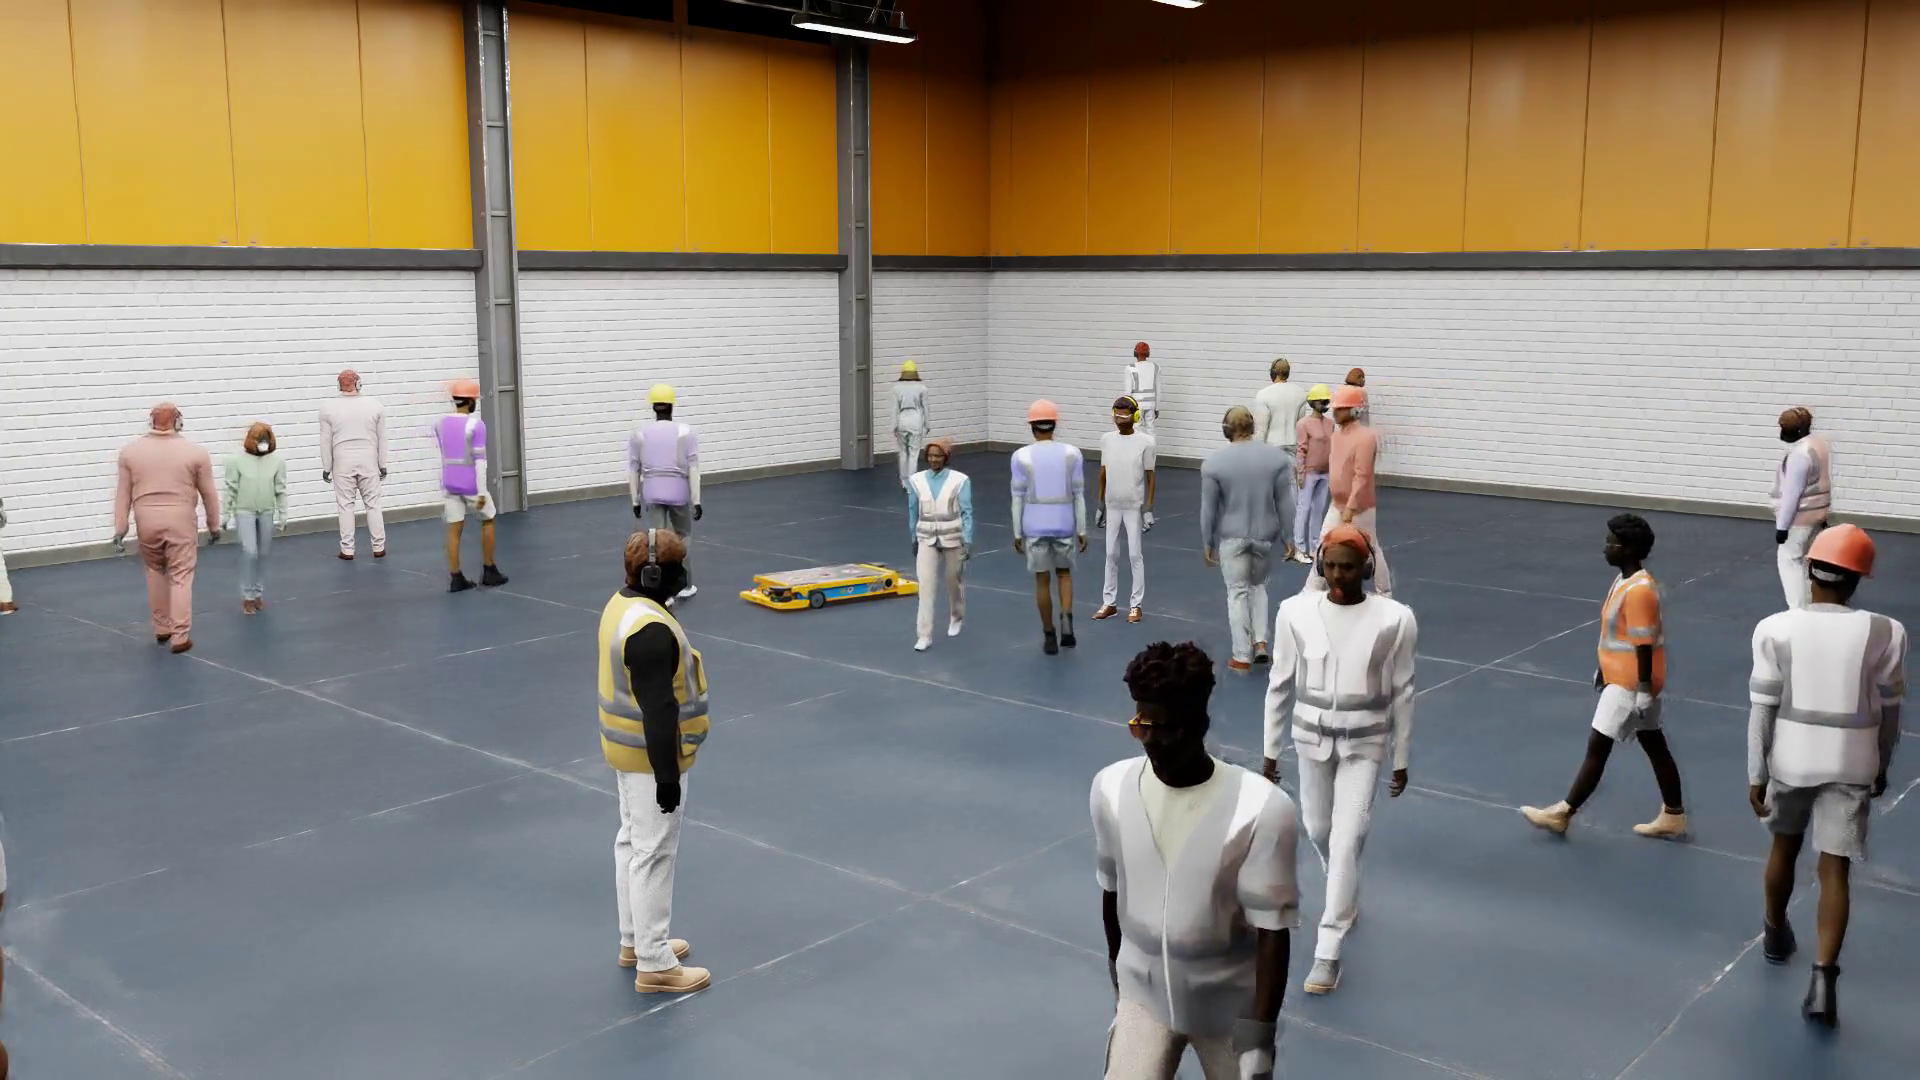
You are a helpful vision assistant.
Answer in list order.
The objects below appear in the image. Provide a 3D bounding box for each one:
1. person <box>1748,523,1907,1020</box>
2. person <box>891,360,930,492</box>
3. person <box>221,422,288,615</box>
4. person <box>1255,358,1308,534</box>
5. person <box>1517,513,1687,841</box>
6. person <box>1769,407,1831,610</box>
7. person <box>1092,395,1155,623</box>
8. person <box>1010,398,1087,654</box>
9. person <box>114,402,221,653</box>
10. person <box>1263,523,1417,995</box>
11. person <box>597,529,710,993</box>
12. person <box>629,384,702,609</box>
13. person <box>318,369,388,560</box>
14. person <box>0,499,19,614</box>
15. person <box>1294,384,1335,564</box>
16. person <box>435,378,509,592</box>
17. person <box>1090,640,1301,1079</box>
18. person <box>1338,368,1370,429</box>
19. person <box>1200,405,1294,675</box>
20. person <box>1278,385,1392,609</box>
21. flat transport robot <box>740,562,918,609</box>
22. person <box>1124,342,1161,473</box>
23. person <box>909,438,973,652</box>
[{"bbox_3d":[3.354,0.875,6.491,0.534,1.889,0.971,5,10,30],"label":"person"},{"bbox_3d":[-0.636,-1.504,21.918,0.483,1.713,0.693,2,9,11],"label":"person"},{"bbox_3d":[-5.898,-0.189,13.986,0.583,1.603,0.530,9,13,44],"label":"person"},{"bbox_3d":[3.468,-1.010,18.118,0.630,1.940,0.372,-4,10,-24],"label":"person"},{"bbox_3d":[3.271,0.691,8.314,0.854,1.648,0.553,3,10,18],"label":"person"},{"bbox_3d":[6.705,-0.166,13.273,0.434,1.807,0.777,8,12,42],"label":"person"},{"bbox_3d":[1.342,-0.253,13.602,0.514,1.865,0.329,5,10,28],"label":"person"},{"bbox_3d":[0.652,-0.099,12.467,0.572,1.913,0.421,-1,9,-6],"label":"person"},{"bbox_3d":[-6.022,-0.113,12.692,0.704,1.871,0.822,-2,9,-12],"label":"person"},{"bbox_3d":[1.568,0.831,6.862,0.586,1.850,0.927,4,10,25],"label":"person"},{"bbox_3d":[-1.215,0.866,6.649,0.429,1.839,0.633,-4,10,-22],"label":"person"},{"bbox_3d":[-2.511,-0.391,14.330,0.625,1.897,0.819,0,9,0],"label":"person"},{"bbox_3d":[-6.050,-0.751,16.615,0.643,1.902,0.399,-4,10,-26],"label":"person"},{"bbox_3d":[-8.212,-0.254,13.751,0.583,1.831,0.513,-2,9,-13],"label":"person"},{"bbox_3d":[3.518,-0.656,16.431,0.522,1.772,0.304,-7,11,-37],"label":"person"},{"bbox_3d":[-4.413,-0.504,15.041,0.546,1.914,0.722,3,10,19],"label":"person"},{"bbox_3d":[0.598,1.198,4.366,0.613,1.913,0.999,5,10,29],"label":"person"},{"bbox_3d":[5.152,-1.439,21.792,0.282,1.629,0.511,-5,10,-28],"label":"person"},{"bbox_3d":[2.032,0.001,11.858,0.655,1.909,0.482,-1,9,-6],"label":"person"},{"bbox_3d":[3.146,-0.287,13.582,1.050,1.939,0.627,-4,10,-22],"label":"person"},{"bbox_3d":[-1.141,0.390,14.549,1.431,0.197,0.652,-7,11,-36],"label":"flat transport robot"},{"bbox_3d":[2.606,-1.891,23.830,0.573,1.883,0.359,-3,10,-18],"label":"person"},{"bbox_3d":[-0.134,0.005,12.805,0.525,1.598,0.847,2,9,13],"label":"person"}]
